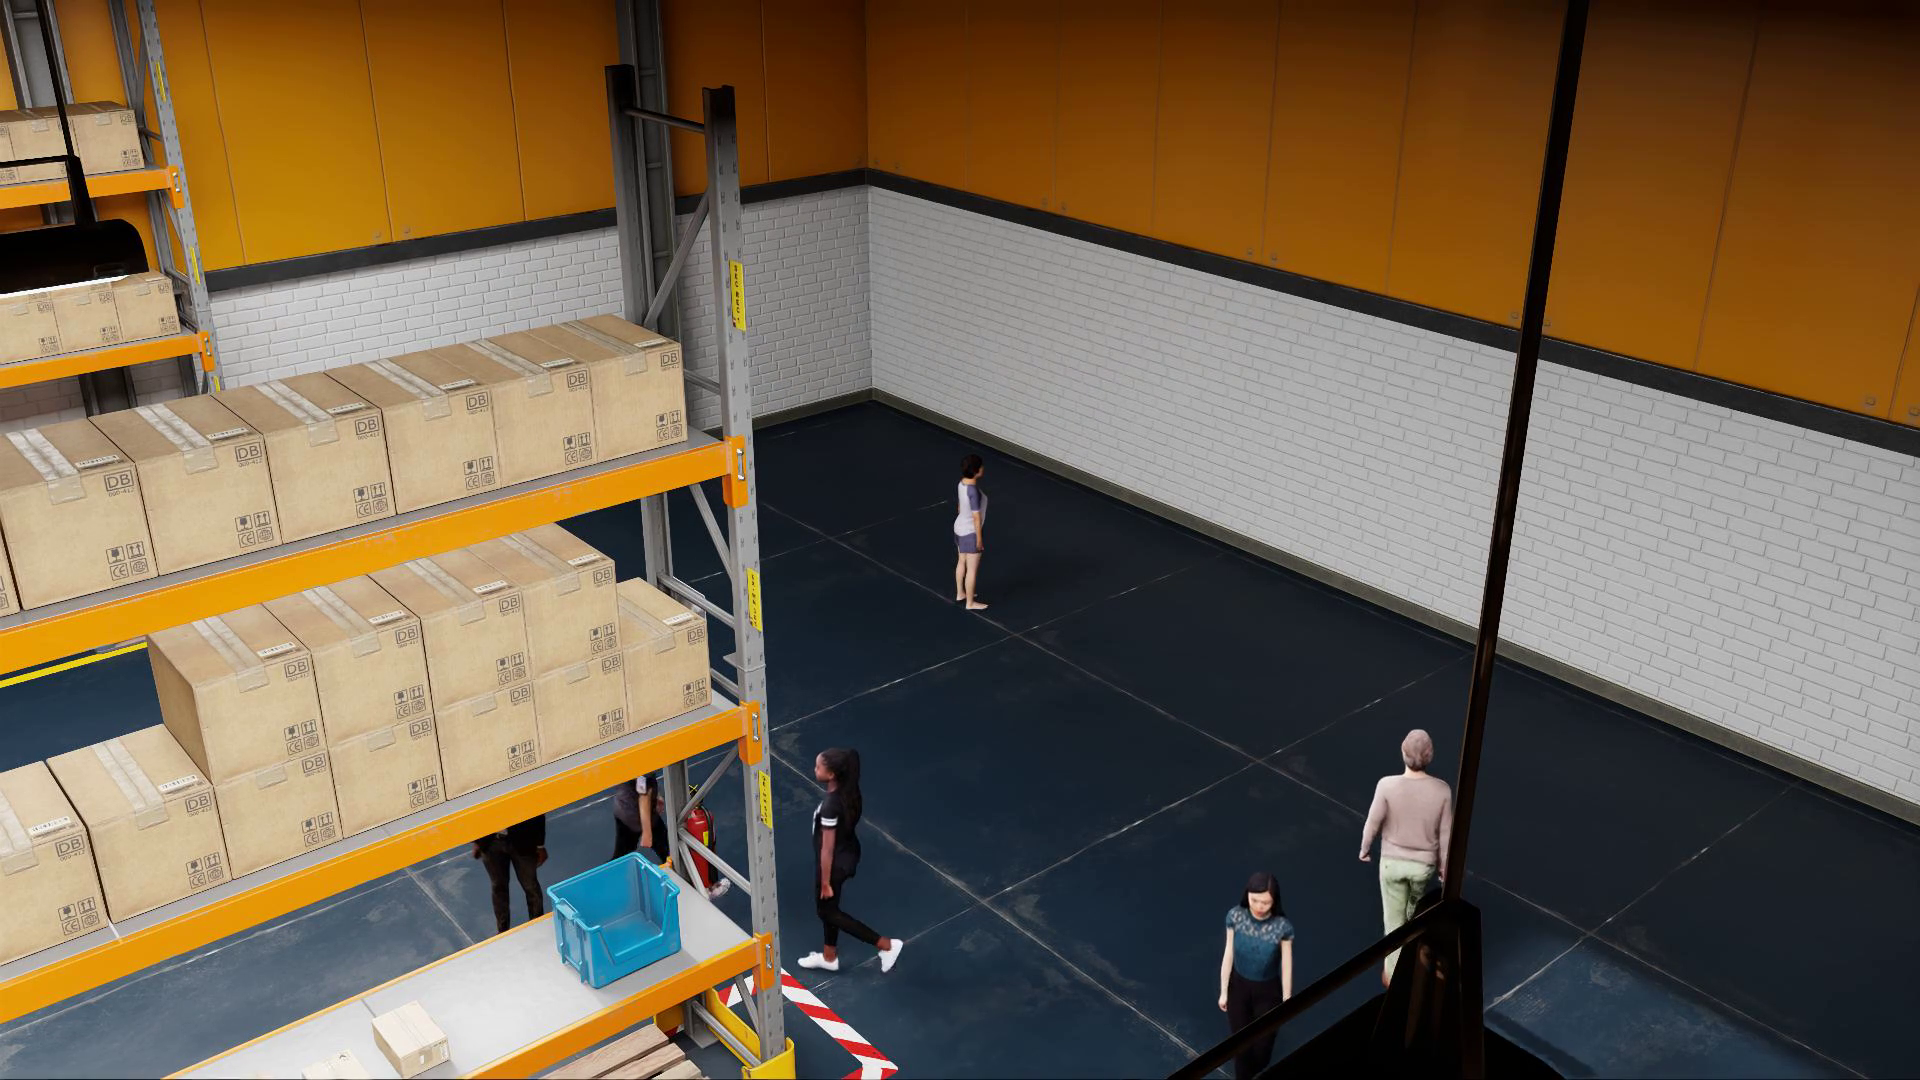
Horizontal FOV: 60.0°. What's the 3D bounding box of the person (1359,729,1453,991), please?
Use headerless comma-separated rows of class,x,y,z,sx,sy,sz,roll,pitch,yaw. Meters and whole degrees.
person,2.876,2.136,10.642,1.084,1.847,1.136,1,24,3

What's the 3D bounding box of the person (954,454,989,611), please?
person,0.098,-0.102,16.113,0.620,1.565,0.629,-9,25,-20

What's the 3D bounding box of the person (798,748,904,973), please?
person,-0.723,2.124,10.836,1.018,1.712,0.996,4,24,10

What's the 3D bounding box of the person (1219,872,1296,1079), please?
person,1.707,2.641,9.633,0.706,1.729,0.765,9,25,20
